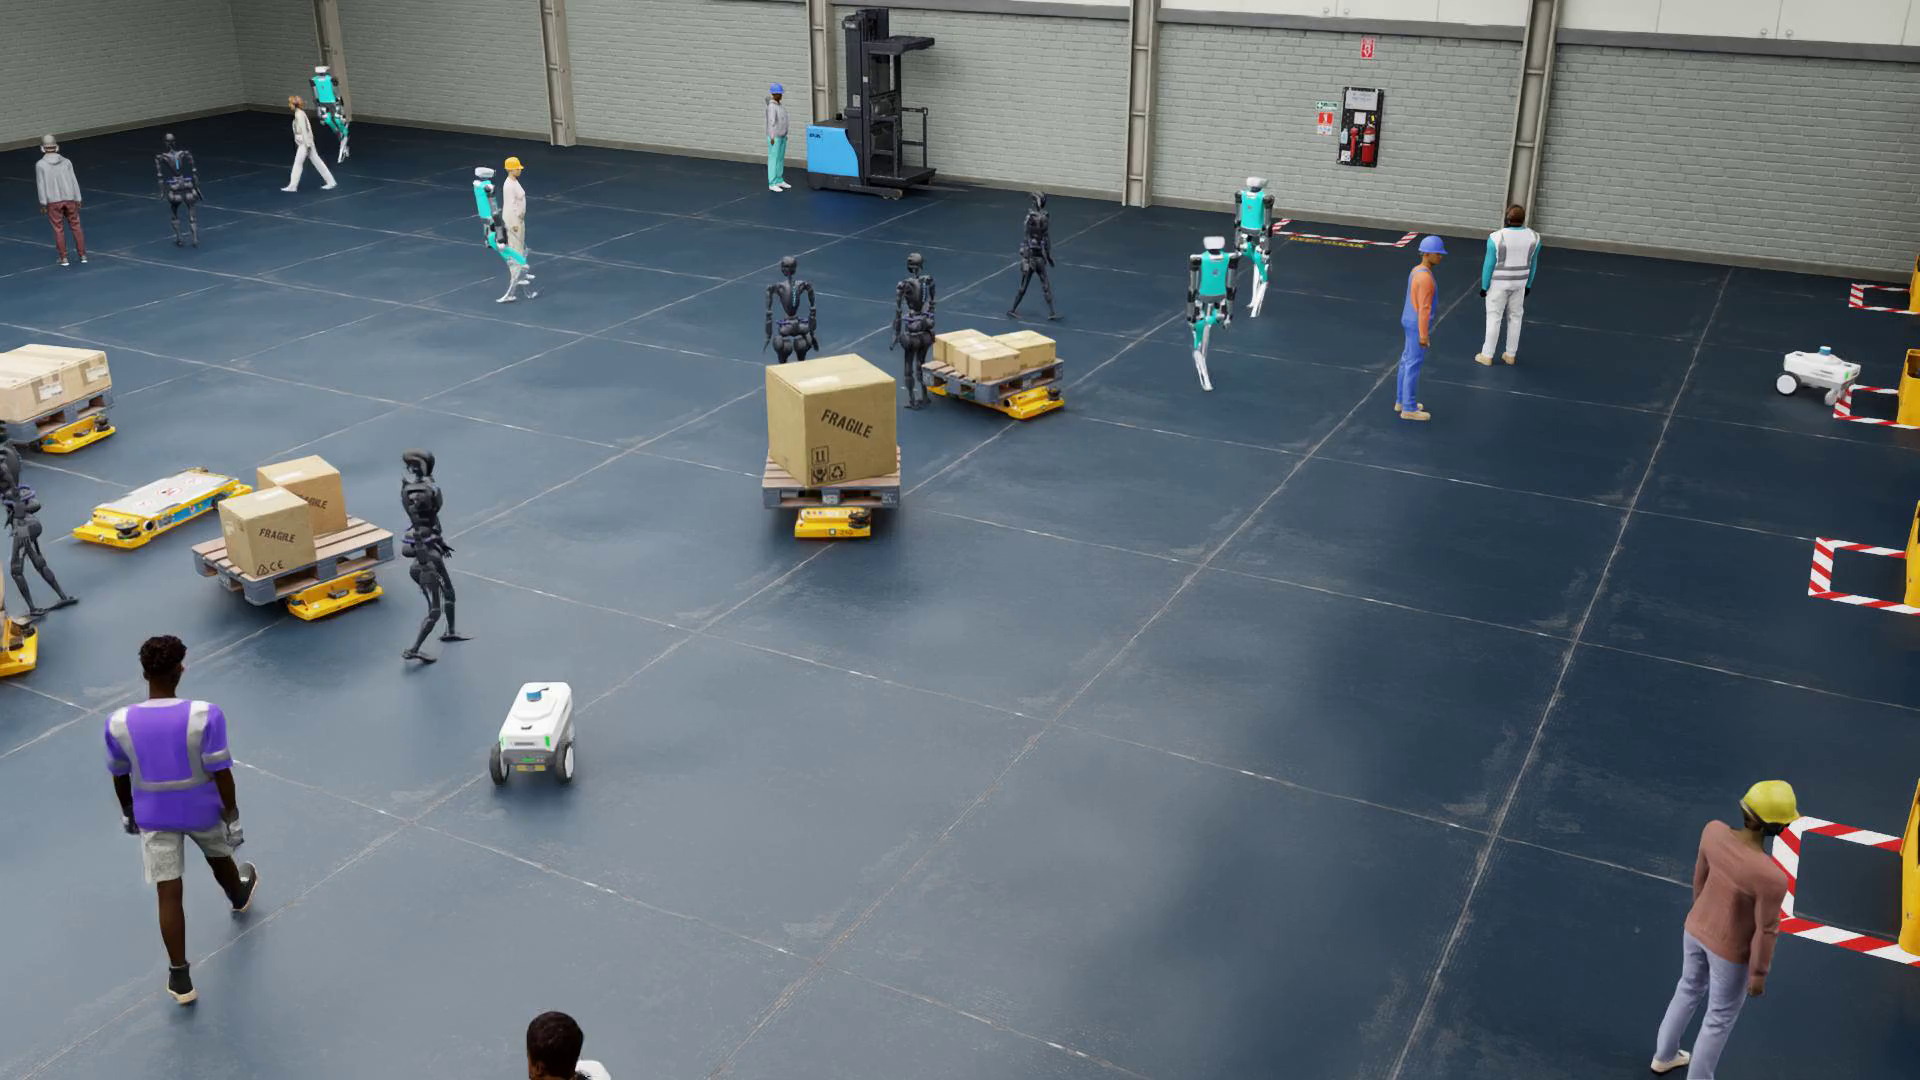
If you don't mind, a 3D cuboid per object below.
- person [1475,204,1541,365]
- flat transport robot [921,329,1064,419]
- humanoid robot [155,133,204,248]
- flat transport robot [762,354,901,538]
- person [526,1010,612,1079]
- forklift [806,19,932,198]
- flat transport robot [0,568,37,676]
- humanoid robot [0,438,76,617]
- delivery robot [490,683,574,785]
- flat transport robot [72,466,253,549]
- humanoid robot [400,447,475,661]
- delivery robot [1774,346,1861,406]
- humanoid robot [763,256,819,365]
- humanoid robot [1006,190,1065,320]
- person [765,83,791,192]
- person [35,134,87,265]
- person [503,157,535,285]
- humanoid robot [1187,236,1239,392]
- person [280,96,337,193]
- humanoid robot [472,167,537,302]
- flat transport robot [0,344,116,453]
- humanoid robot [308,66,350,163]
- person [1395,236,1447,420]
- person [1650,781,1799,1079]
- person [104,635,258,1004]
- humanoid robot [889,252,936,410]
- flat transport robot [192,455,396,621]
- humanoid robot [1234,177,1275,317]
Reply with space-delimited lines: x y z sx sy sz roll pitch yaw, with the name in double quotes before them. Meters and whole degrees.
"person" 6.213 -2.901 18.923 0.624 1.846 0.429 -3 23 -7
"flat transport robot" 0.364 -1.609 17.909 1.431 0.231 0.659 21 31 40
"humanoid robot" -11.417 -5.116 24.308 0.600 1.635 0.630 -17 29 -35
"flat transport robot" -1.142 -0.376 15.038 0.659 0.231 1.431 -1 23 -2
"person" -1.318 2.587 6.110 0.437 1.872 0.680 -3 23 -7
"forklift" -1.573 -7.292 27.850 1.873 2.768 1.129 12 26 25
"flat transport robot" -7.520 0.901 12.066 1.431 0.231 0.659 -11 26 -24
"humanoid robot" -7.256 -0.194 12.846 0.448 1.632 0.622 -17 29 -35
"delivery robot" -2.772 1.245 10.898 0.499 0.592 0.771 0 23 -1
"flat transport robot" -7.104 -0.301 14.863 0.659 0.231 1.431 9 25 20
"humanoid robot" -3.931 0.083 12.206 0.429 1.632 0.608 -2 23 -4
"delivery robot" 9.263 -1.791 17.991 0.520 0.612 0.783 -19 30 -37
"humanoid robot" -1.765 -2.136 17.356 0.609 1.653 0.323 -11 26 -24
"humanoid robot" 0.943 -3.524 20.634 0.762 1.628 0.595 15 27 31
"person" -3.088 -6.811 28.112 0.353 1.776 0.543 8 24 17
"person" -12.626 -4.777 23.338 0.545 1.806 0.379 -20 30 -39
"person" -5.960 -4.290 22.349 0.335 1.694 0.482 -2 23 -4
"humanoid robot" 2.682 -2.520 18.237 0.535 1.762 1.033 -3 23 -6
"person" -11.049 -6.674 28.019 0.897 1.585 0.531 -7 24 -16
"humanoid robot" -5.796 -3.893 21.473 0.807 1.886 0.546 -16 28 -33
"flat transport robot" -9.349 -1.126 16.784 1.431 0.231 0.659 7 24 15
"humanoid robot" -11.466 -7.844 30.599 0.557 1.803 0.929 1 23 2
"person" 4.759 -2.205 17.222 0.371 1.907 0.519 2 23 4
"person" 3.638 1.900 7.854 0.359 1.756 0.541 -7 24 -17
"person" -4.135 1.408 8.827 0.627 1.897 1.083 -6 24 -13
"humanoid robot" -0.471 -2.204 17.510 0.589 1.654 0.335 -21 31 -40
"flat transport robot" -5.377 0.286 13.497 1.431 0.231 0.659 19 30 37
"humanoid robot" 3.785 -3.697 20.948 0.539 1.805 0.769 19 29 37
